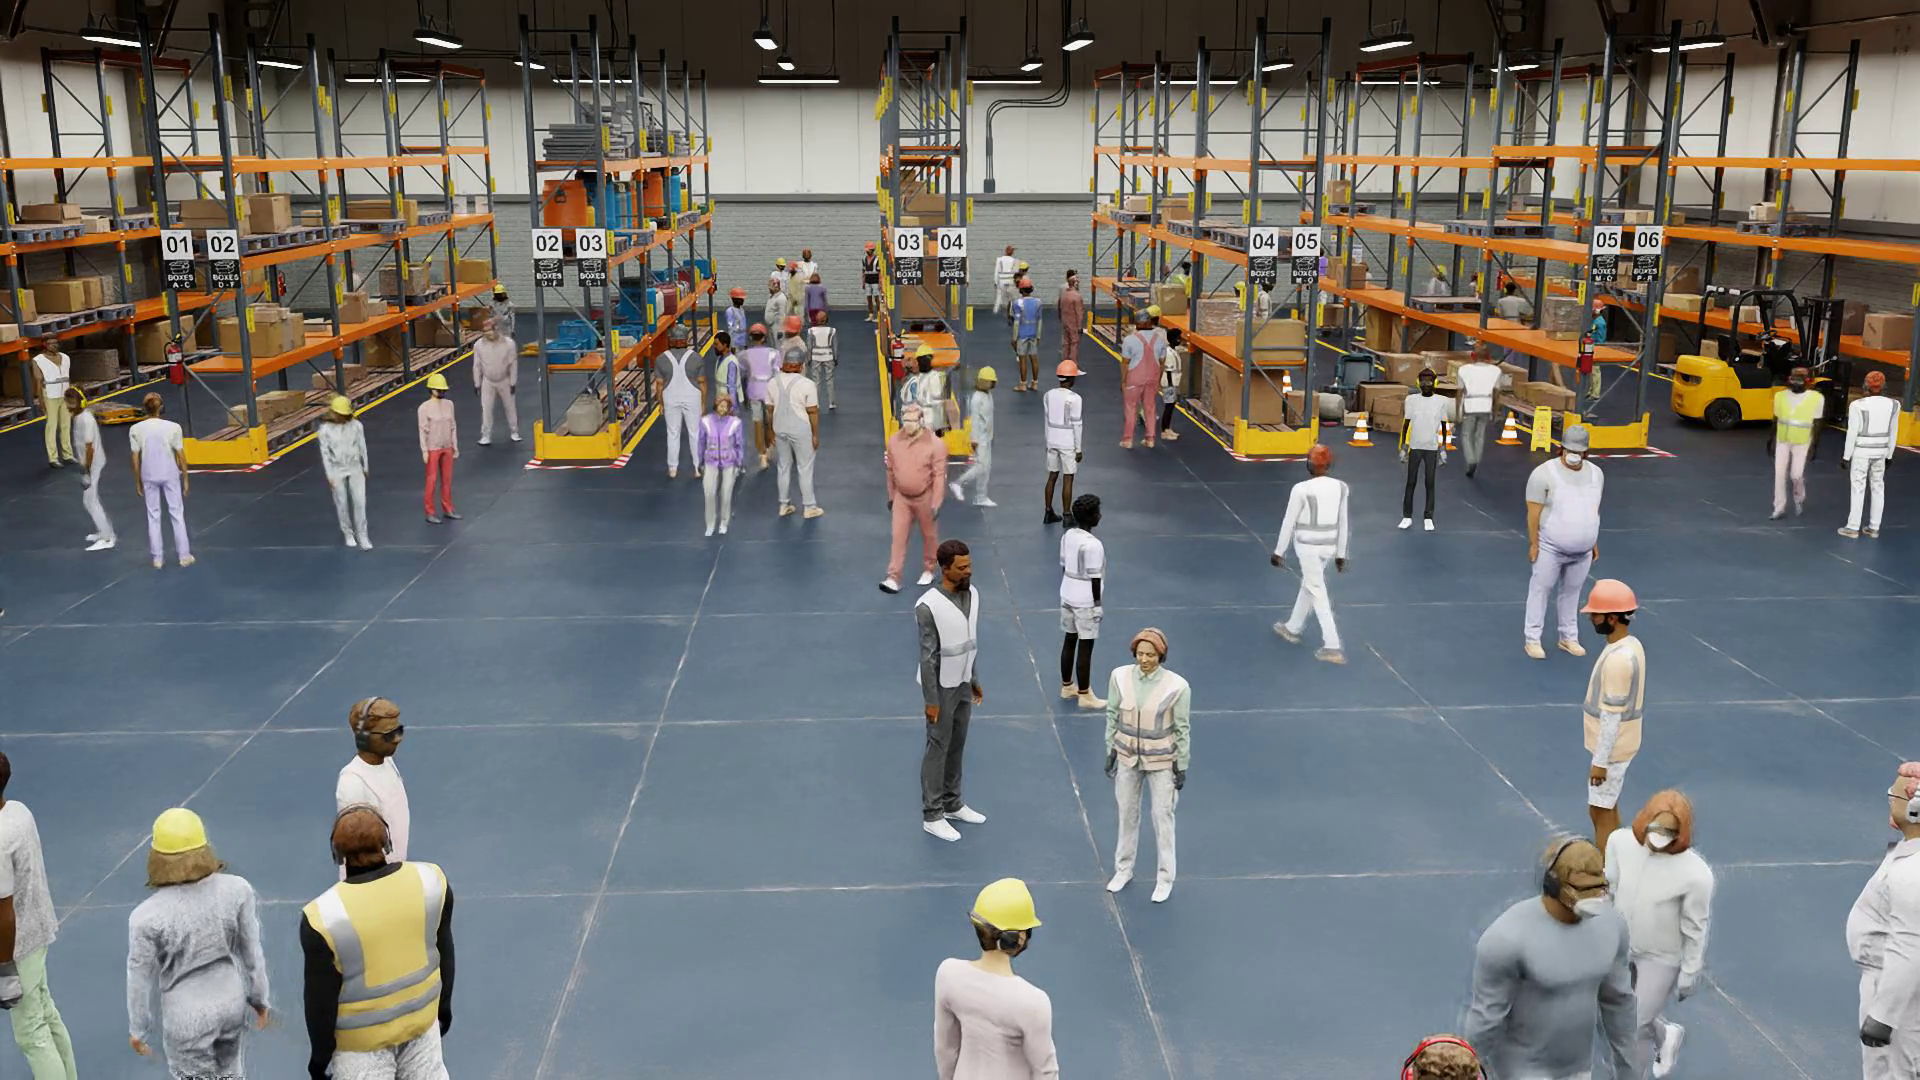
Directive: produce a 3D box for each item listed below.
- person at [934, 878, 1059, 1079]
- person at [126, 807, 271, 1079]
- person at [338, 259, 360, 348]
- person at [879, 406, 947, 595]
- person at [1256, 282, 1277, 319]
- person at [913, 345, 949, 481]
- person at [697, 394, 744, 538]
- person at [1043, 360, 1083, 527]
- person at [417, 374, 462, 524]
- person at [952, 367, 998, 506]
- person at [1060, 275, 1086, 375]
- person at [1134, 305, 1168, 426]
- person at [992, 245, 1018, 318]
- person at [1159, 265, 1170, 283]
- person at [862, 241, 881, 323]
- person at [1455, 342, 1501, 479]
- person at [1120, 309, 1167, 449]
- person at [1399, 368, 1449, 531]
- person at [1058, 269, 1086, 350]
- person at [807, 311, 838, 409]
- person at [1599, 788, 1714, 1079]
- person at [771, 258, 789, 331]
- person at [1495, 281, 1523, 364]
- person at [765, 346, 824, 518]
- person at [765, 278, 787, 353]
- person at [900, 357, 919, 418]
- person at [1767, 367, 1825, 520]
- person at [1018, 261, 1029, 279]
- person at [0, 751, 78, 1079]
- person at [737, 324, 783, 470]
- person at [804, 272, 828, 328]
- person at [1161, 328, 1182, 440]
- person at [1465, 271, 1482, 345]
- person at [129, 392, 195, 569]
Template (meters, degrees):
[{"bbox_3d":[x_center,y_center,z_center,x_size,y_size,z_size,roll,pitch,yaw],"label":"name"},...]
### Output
[{"bbox_3d":[0.146,2.077,6.075,0.523,1.761,0.328,10,17,37],"label":"person"},{"bbox_3d":[-3.117,1.922,6.803,0.471,1.725,0.498,11,17,38],"label":"person"},{"bbox_3d":[-13.358,-5.216,36.605,0.614,1.948,1.046,4,14,16],"label":"person"},{"bbox_3d":[-0.471,-0.388,16.305,0.672,1.846,1.020,5,14,19],"label":"person"},{"bbox_3d":[5.720,-3.996,31.226,0.419,2.034,0.604,1,13,4],"label":"person"},{"bbox_3d":[-0.411,-1.522,21.085,0.649,1.889,0.584,-4,14,-16],"label":"person"},{"bbox_3d":[-2.686,-0.830,18.672,0.537,1.611,0.624,-1,13,-2],"label":"person"},{"bbox_3d":[1.215,-1.118,19.261,0.542,1.928,0.392,13,18,43],"label":"person"},{"bbox_3d":[-6.067,-1.066,19.401,0.354,1.752,0.519,8,15,30],"label":"person"},{"bbox_3d":[0.227,-1.262,20.287,0.501,1.720,0.496,5,14,21],"label":"person"},{"bbox_3d":[2.192,-4.139,32.080,0.408,1.913,0.642,-8,15,-29],"label":"person"},{"bbox_3d":[3.004,-2.765,26.302,0.603,1.897,0.880,8,15,30],"label":"person"},{"bbox_3d":[1.141,-6.631,42.747,0.695,1.862,0.470,-1,13,-3],"label":"person"},{"bbox_3d":[4.807,-5.674,39.193,0.271,1.627,0.501,-1,13,-4],"label":"person"},{"bbox_3d":[-2.221,-6.461,41.674,0.612,2.029,0.409,9,16,35],"label":"person"},{"bbox_3d":[6.799,-1.686,21.855,0.579,1.829,0.487,1,13,4],"label":"person"},{"bbox_3d":[2.640,-2.363,24.279,0.685,2.000,0.536,-5,14,-19],"label":"person"},{"bbox_3d":[5.308,-1.039,19.037,0.538,1.869,0.313,4,14,18],"label":"person"},{"bbox_3d":[2.386,-4.727,34.692,0.570,1.850,0.613,10,17,37],"label":"person"},{"bbox_3d":[-2.300,-3.002,27.846,0.520,1.639,0.311,-1,13,-2],"label":"person"},{"bbox_3d":[3.098,1.827,7.425,0.563,1.613,0.528,-9,16,-34],"label":"person"},{"bbox_3d":[-4.257,-5.820,39.535,0.518,1.757,0.335,-12,18,-41],"label":"person"},{"bbox_3d":[10.366,-3.991,31.579,0.566,1.848,0.670,-1,13,-3],"label":"person"},{"bbox_3d":[-1.932,-1.292,19.741,0.676,2.000,0.536,7,15,28],"label":"person"},{"bbox_3d":[-3.505,-4.018,31.583,0.408,1.907,0.638,-6,15,-23],"label":"person"},{"bbox_3d":[-0.625,-1.595,21.885,0.313,1.638,0.521,-2,13,-9],"label":"person"},{"bbox_3d":[9.764,-1.127,19.495,0.441,1.824,0.591,-12,18,-42],"label":"person"},{"bbox_3d":[1.451,-5.482,38.080,0.315,1.769,0.523,2,13,8],"label":"person"},{"bbox_3d":[-4.084,1.766,7.188,0.328,1.861,0.507,-5,14,-22],"label":"person"},{"bbox_3d":[-2.706,-1.975,22.831,0.680,1.949,1.099,-3,14,-11],"label":"person"},{"bbox_3d":[-3.196,-5.122,36.854,0.512,1.619,0.527,1,13,4],"label":"person"},{"bbox_3d":[3.155,-2.334,24.920,0.319,1.686,0.539,3,14,13],"label":"person"},{"bbox_3d":[11.426,-5.160,36.983,0.311,1.642,0.513,8,16,32],"label":"person"},{"bbox_3d":[-8.303,-0.615,17.295,0.517,1.842,0.326,-4,14,-17],"label":"person"}]
